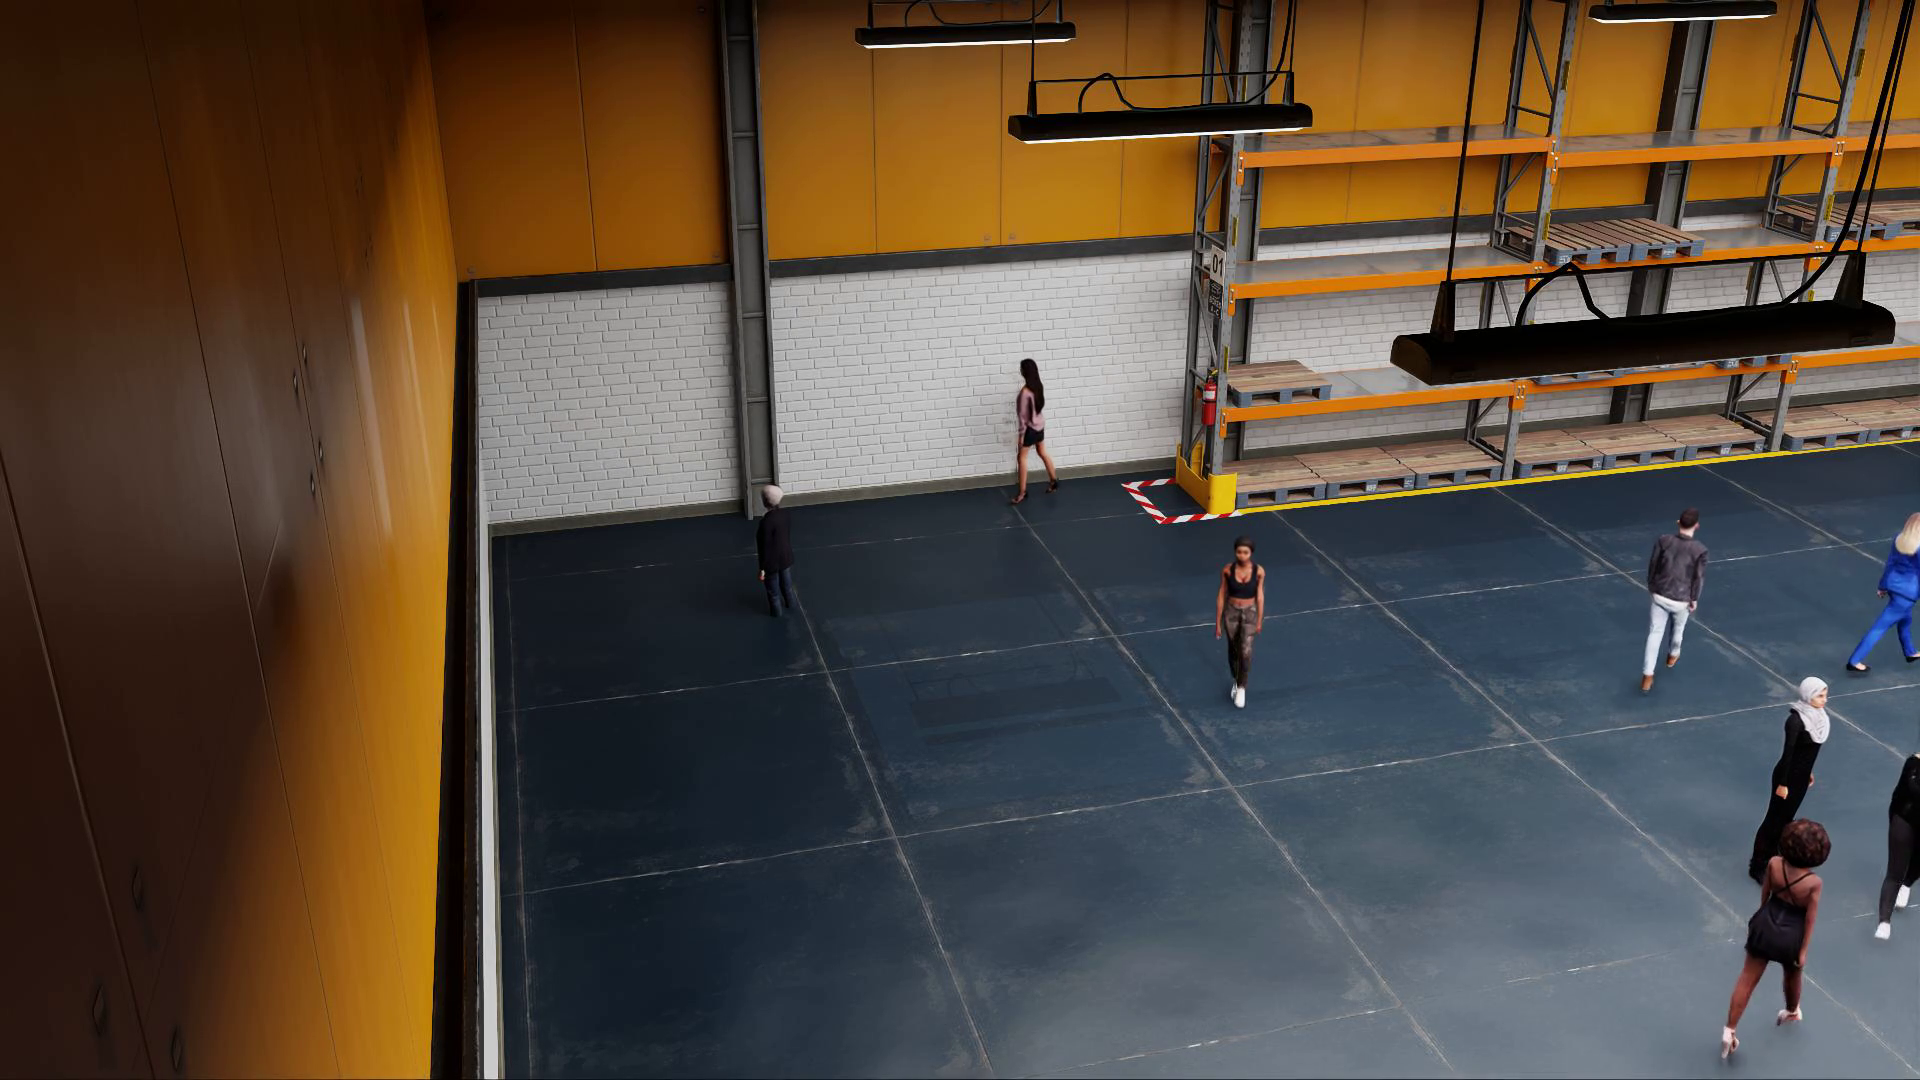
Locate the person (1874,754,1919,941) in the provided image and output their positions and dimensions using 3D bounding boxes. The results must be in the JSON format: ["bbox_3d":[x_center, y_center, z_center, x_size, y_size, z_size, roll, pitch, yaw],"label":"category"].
[{"bbox_3d":[7.176,2.146,12.416,1.073,1.627,1.211,17,29,34],"label":"person"}]

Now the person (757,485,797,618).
[{"bbox_3d":[-1.919,0.263,17.455,0.794,1.784,0.820,14,27,29],"label":"person"}]

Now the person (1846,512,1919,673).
[{"bbox_3d":[8.968,0.561,16.015,1.220,1.649,0.770,-2,24,-5],"label":"person"}]

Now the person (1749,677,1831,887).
[{"bbox_3d":[6.441,1.857,12.889,0.595,1.778,0.736,-17,29,-33],"label":"person"}]

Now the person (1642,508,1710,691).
[{"bbox_3d":[6.713,0.592,15.757,1.125,1.798,1.218,15,28,30],"label":"person"}]

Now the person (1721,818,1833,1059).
[{"bbox_3d":[5.377,2.689,11.032,1.123,1.741,0.873,-19,30,-36],"label":"person"}]

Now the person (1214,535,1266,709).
[{"bbox_3d":[2.638,0.708,15.636,0.750,1.683,0.801,6,24,14],"label":"person"}]

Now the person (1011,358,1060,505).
[{"bbox_3d":[0.853,-1.303,20.106,0.925,1.788,0.859,14,27,28],"label":"person"}]
